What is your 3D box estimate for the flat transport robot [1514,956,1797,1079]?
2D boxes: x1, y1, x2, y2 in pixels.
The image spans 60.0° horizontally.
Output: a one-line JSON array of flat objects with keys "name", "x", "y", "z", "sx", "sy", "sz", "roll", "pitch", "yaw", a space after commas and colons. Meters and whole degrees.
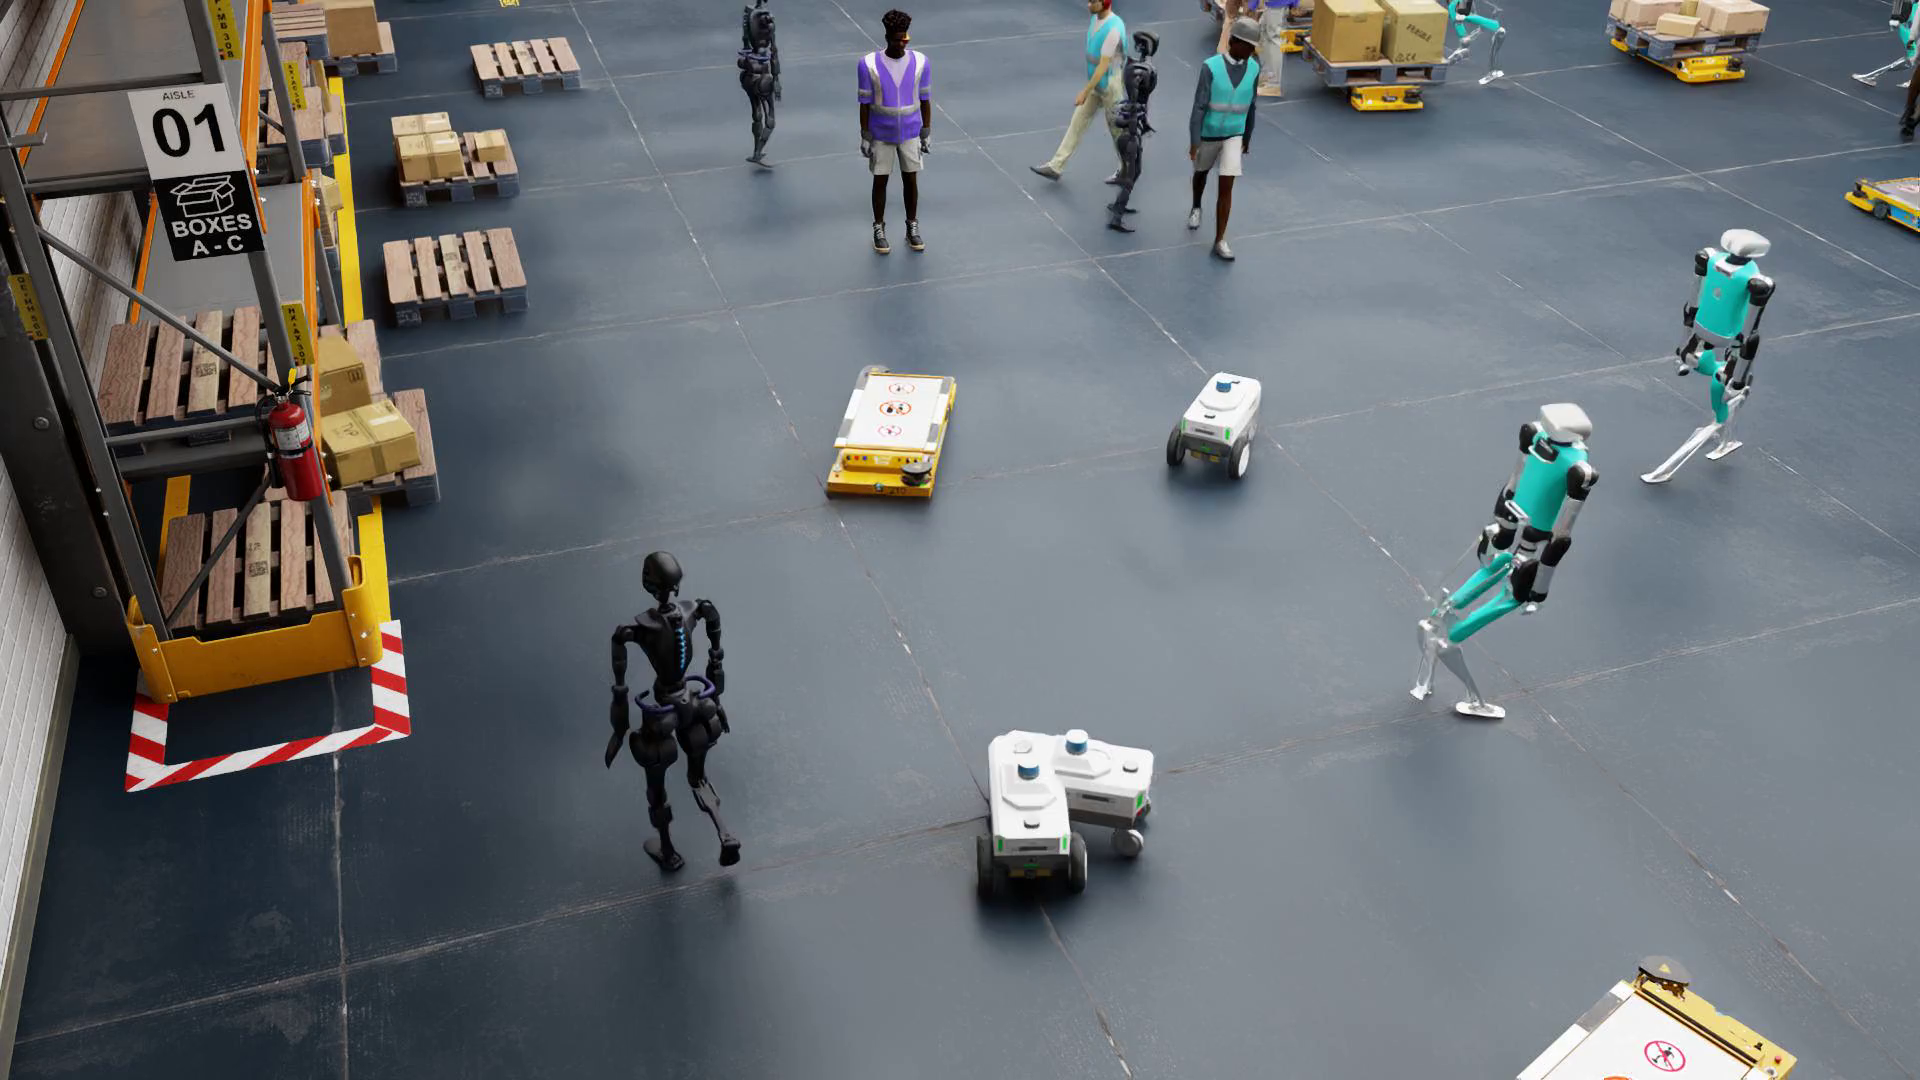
[{"name": "flat transport robot", "x": 2.608, "y": 2.200, "z": 6.484, "sx": 1.431, "sy": 0.231, "sz": 0.659, "roll": -25, "pitch": 41, "yaw": -33}]

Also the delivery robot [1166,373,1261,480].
[{"name": "delivery robot", "x": 1.679, "y": -0.758, "z": 10.776, "sx": 0.499, "sy": 0.613, "sz": 0.796, "roll": 15, "pitch": 36, "yaw": 21}]

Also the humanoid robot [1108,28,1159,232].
[{"name": "humanoid robot", "x": 1.440, "y": -3.445, "z": 13.844, "sx": 0.354, "sy": 1.638, "sz": 0.593, "roll": 7, "pitch": 34, "yaw": 11}]

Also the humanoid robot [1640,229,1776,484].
[{"name": "humanoid robot", "x": 4.798, "y": -1.124, "z": 10.277, "sx": 1.042, "sy": 1.753, "sz": 0.552, "roll": -15, "pitch": 36, "yaw": -22}]

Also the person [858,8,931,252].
[{"name": "person", "x": -0.512, "y": -3.272, "z": 13.335, "sx": 0.602, "sy": 1.958, "sz": 0.375, "roll": -8, "pitch": 34, "yaw": -12}]

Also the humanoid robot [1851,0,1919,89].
[{"name": "humanoid robot", "x": 9.571, "y": -5.259, "z": 16.566, "sx": 0.564, "sy": 1.738, "sz": 0.920, "roll": -26, "pitch": 41, "yaw": -34}]

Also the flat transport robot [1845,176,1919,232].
[{"name": "flat transport robot", "x": 8.290, "y": -2.741, "z": 14.062, "sx": 0.659, "sy": 0.231, "sz": 1.431, "roll": -10, "pitch": 35, "yaw": -15}]

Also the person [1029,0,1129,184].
[{"name": "person", "x": 1.142, "y": -3.942, "z": 14.513, "sx": 0.976, "sy": 1.785, "sz": 0.569, "roll": -11, "pitch": 35, "yaw": -17}]

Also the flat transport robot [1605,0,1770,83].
[{"name": "flat transport robot", "x": 7.710, "y": -5.237, "z": 17.890, "sx": 0.659, "sy": 0.231, "sz": 1.431, "roll": -8, "pitch": 34, "yaw": -13}]

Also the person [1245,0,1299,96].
[{"name": "person", "x": 3.114, "y": -5.400, "z": 16.702, "sx": 0.524, "sy": 1.847, "sz": 0.440, "roll": 17, "pitch": 37, "yaw": 24}]

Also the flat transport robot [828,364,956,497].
[{"name": "flat transport robot", "x": -0.428, "y": -0.735, "z": 10.986, "sx": 0.659, "sy": 0.231, "sz": 1.431, "roll": 4, "pitch": 33, "yaw": 5}]

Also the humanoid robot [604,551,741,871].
[{"name": "humanoid robot", "x": -1.240, "y": 0.826, "z": 7.313, "sx": 0.606, "sy": 1.643, "sz": 0.539, "roll": -23, "pitch": 40, "yaw": -31}]

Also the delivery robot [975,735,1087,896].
[{"name": "delivery robot", "x": 0.312, "y": 1.264, "z": 7.669, "sx": 0.499, "sy": 0.606, "sz": 0.796, "roll": -1, "pitch": 33, "yaw": -1}]

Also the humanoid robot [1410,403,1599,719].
[{"name": "humanoid robot", "x": 2.594, "y": 0.175, "z": 8.262, "sx": 0.794, "sy": 1.789, "sz": 0.532, "roll": -8, "pitch": 34, "yaw": -12}]

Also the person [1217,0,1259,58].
[{"name": "person", "x": 2.952, "y": -5.719, "z": 17.349, "sx": 0.493, "sy": 1.658, "sz": 0.452, "roll": 9, "pitch": 34, "yaw": 14}]

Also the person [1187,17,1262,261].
[{"name": "person", "x": 2.109, "y": -3.299, "z": 13.458, "sx": 0.575, "sy": 1.865, "sz": 1.031, "roll": -2, "pitch": 33, "yaw": -3}]

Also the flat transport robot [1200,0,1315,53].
[{"name": "flat transport robot", "x": 3.406, "y": -5.772, "z": 18.711, "sx": 0.659, "sy": 0.231, "sz": 1.431, "roll": -6, "pitch": 34, "yaw": -8}]

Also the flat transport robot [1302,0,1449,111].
[{"name": "flat transport robot", "x": 4.218, "y": -4.728, "z": 17.111, "sx": 0.659, "sy": 0.231, "sz": 1.431, "roll": -3, "pitch": 33, "yaw": -5}]

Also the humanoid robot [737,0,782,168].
[{"name": "humanoid robot", "x": -1.862, "y": -4.219, "z": 15.046, "sx": 0.471, "sy": 1.646, "sz": 0.604, "roll": -22, "pitch": 39, "yaw": -30}]

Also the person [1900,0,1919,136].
[{"name": "person", "x": 9.254, "y": -4.772, "z": 15.690, "sx": 0.553, "sy": 1.906, "sz": 0.845, "roll": 25, "pitch": 40, "yaw": 32}]

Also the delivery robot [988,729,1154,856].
[{"name": "delivery robot", "x": 0.530, "y": 1.150, "z": 7.831, "sx": 0.795, "sy": 0.592, "sz": 0.499, "roll": 7, "pitch": 34, "yaw": 11}]

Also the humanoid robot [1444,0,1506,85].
[{"name": "humanoid robot", "x": 5.287, "y": -5.467, "z": 16.964, "sx": 1.057, "sy": 1.790, "sz": 0.547, "roll": 0, "pitch": 33, "yaw": 0}]
